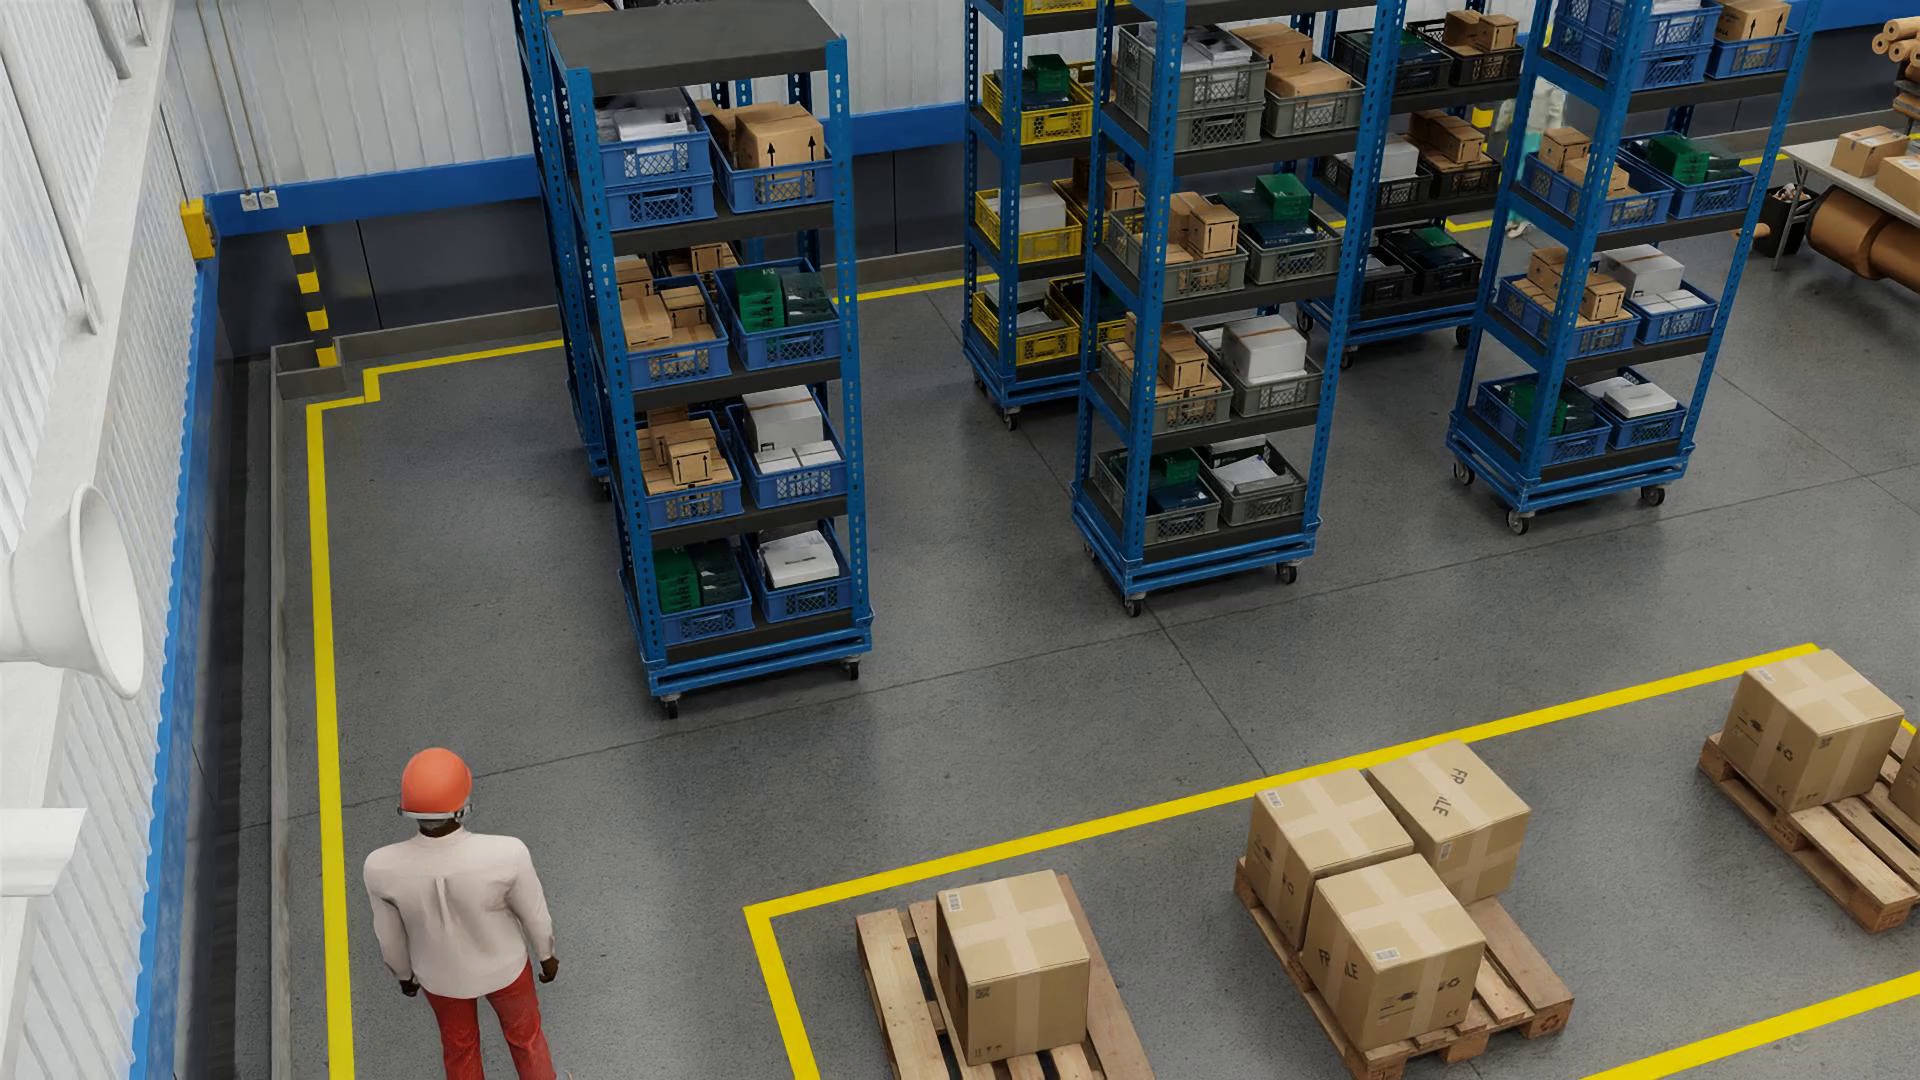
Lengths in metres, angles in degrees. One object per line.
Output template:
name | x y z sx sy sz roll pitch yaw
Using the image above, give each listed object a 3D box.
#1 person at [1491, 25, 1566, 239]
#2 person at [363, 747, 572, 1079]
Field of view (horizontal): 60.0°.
person | 4.542 -3.279 13.410 0.418 1.750 0.557 -18 39 -24
person | -1.844 1.579 6.320 0.621 1.992 0.392 -5 36 -7
